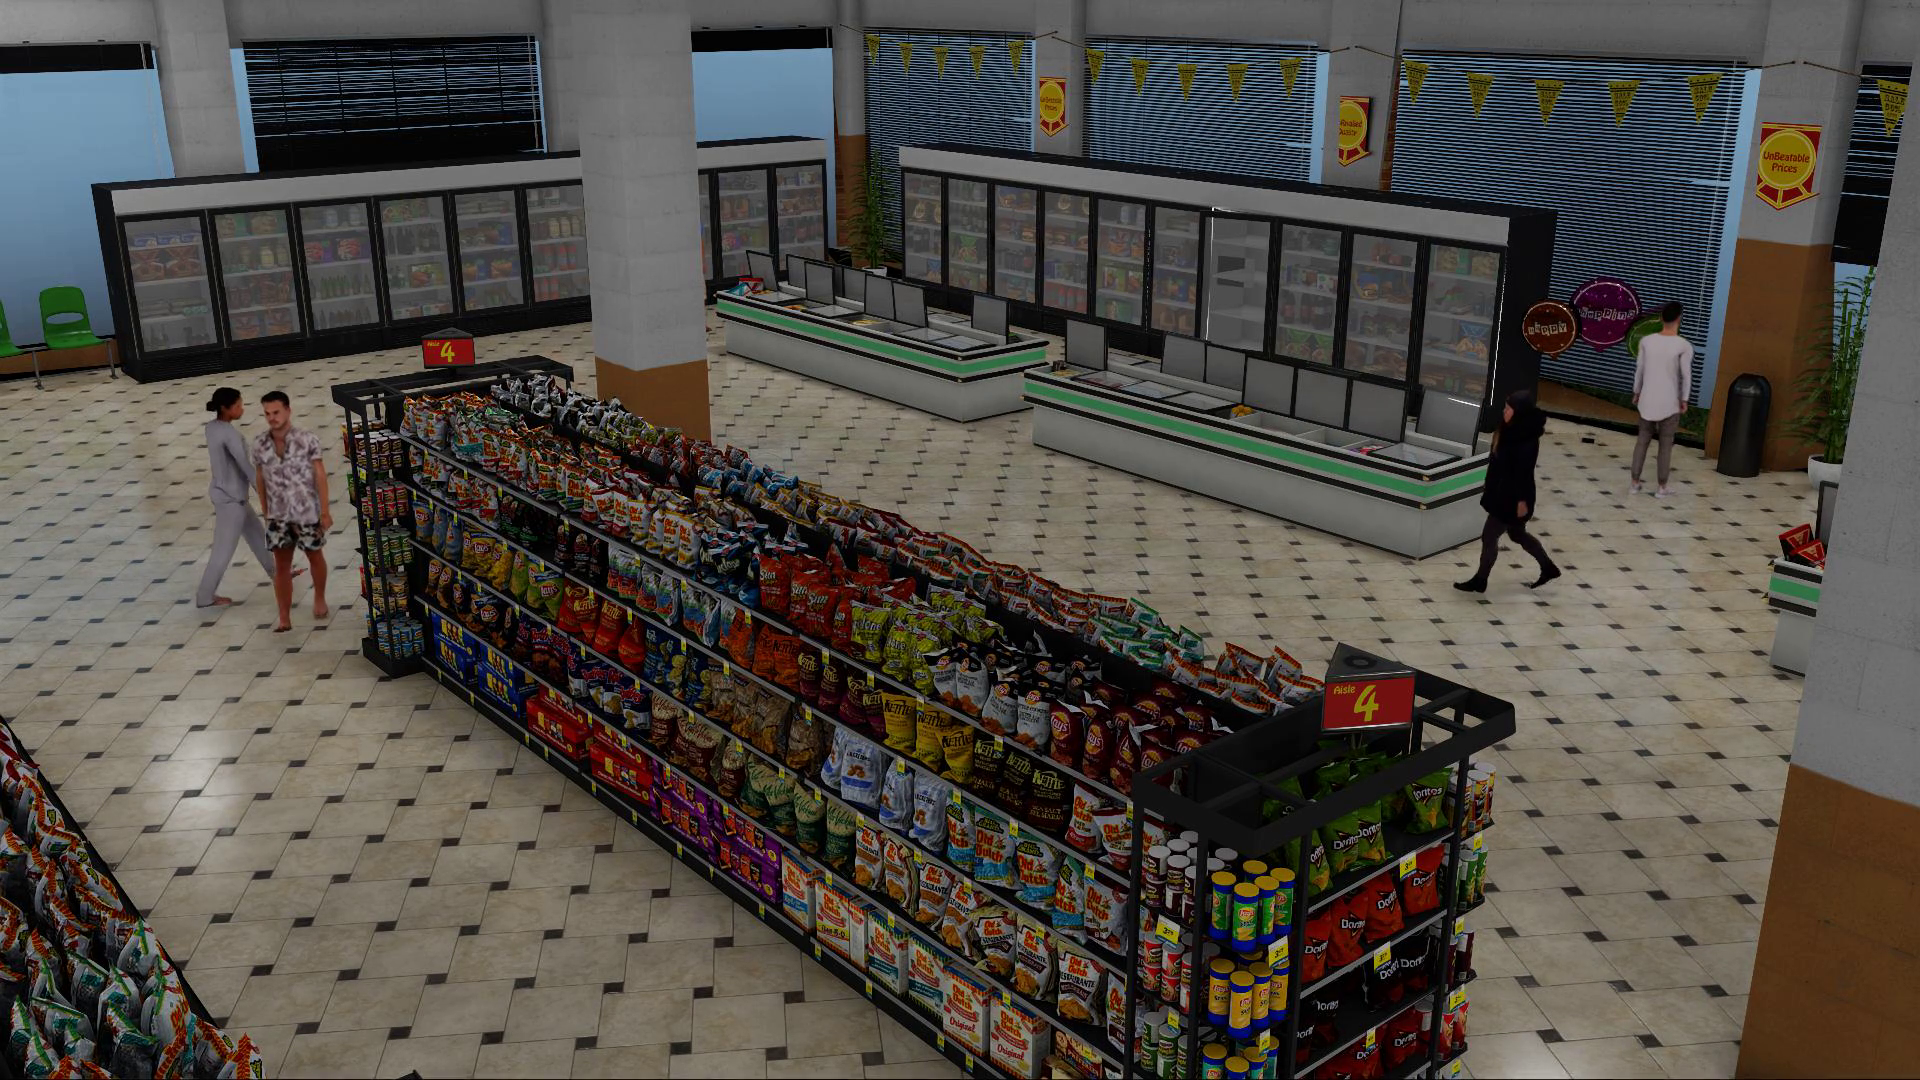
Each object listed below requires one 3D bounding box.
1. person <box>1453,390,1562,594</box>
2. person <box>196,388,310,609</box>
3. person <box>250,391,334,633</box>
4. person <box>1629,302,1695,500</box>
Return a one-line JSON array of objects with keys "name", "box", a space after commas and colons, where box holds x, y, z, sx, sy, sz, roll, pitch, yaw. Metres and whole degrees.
[{"name": "person", "box": [4.369, -0.349, 12.942, 1.150, 1.643, 1.076, 2, 19, 6]}, {"name": "person", "box": [-5.632, -0.278, 12.678, 0.735, 1.679, 1.047, -17, 25, -40]}, {"name": "person", "box": [-4.951, -0.250, 12.438, 1.010, 1.778, 1.182, -4, 19, -10]}, {"name": "person", "box": [6.523, -1.311, 15.489, 0.535, 1.839, 0.761, 16, 24, 38]}]
